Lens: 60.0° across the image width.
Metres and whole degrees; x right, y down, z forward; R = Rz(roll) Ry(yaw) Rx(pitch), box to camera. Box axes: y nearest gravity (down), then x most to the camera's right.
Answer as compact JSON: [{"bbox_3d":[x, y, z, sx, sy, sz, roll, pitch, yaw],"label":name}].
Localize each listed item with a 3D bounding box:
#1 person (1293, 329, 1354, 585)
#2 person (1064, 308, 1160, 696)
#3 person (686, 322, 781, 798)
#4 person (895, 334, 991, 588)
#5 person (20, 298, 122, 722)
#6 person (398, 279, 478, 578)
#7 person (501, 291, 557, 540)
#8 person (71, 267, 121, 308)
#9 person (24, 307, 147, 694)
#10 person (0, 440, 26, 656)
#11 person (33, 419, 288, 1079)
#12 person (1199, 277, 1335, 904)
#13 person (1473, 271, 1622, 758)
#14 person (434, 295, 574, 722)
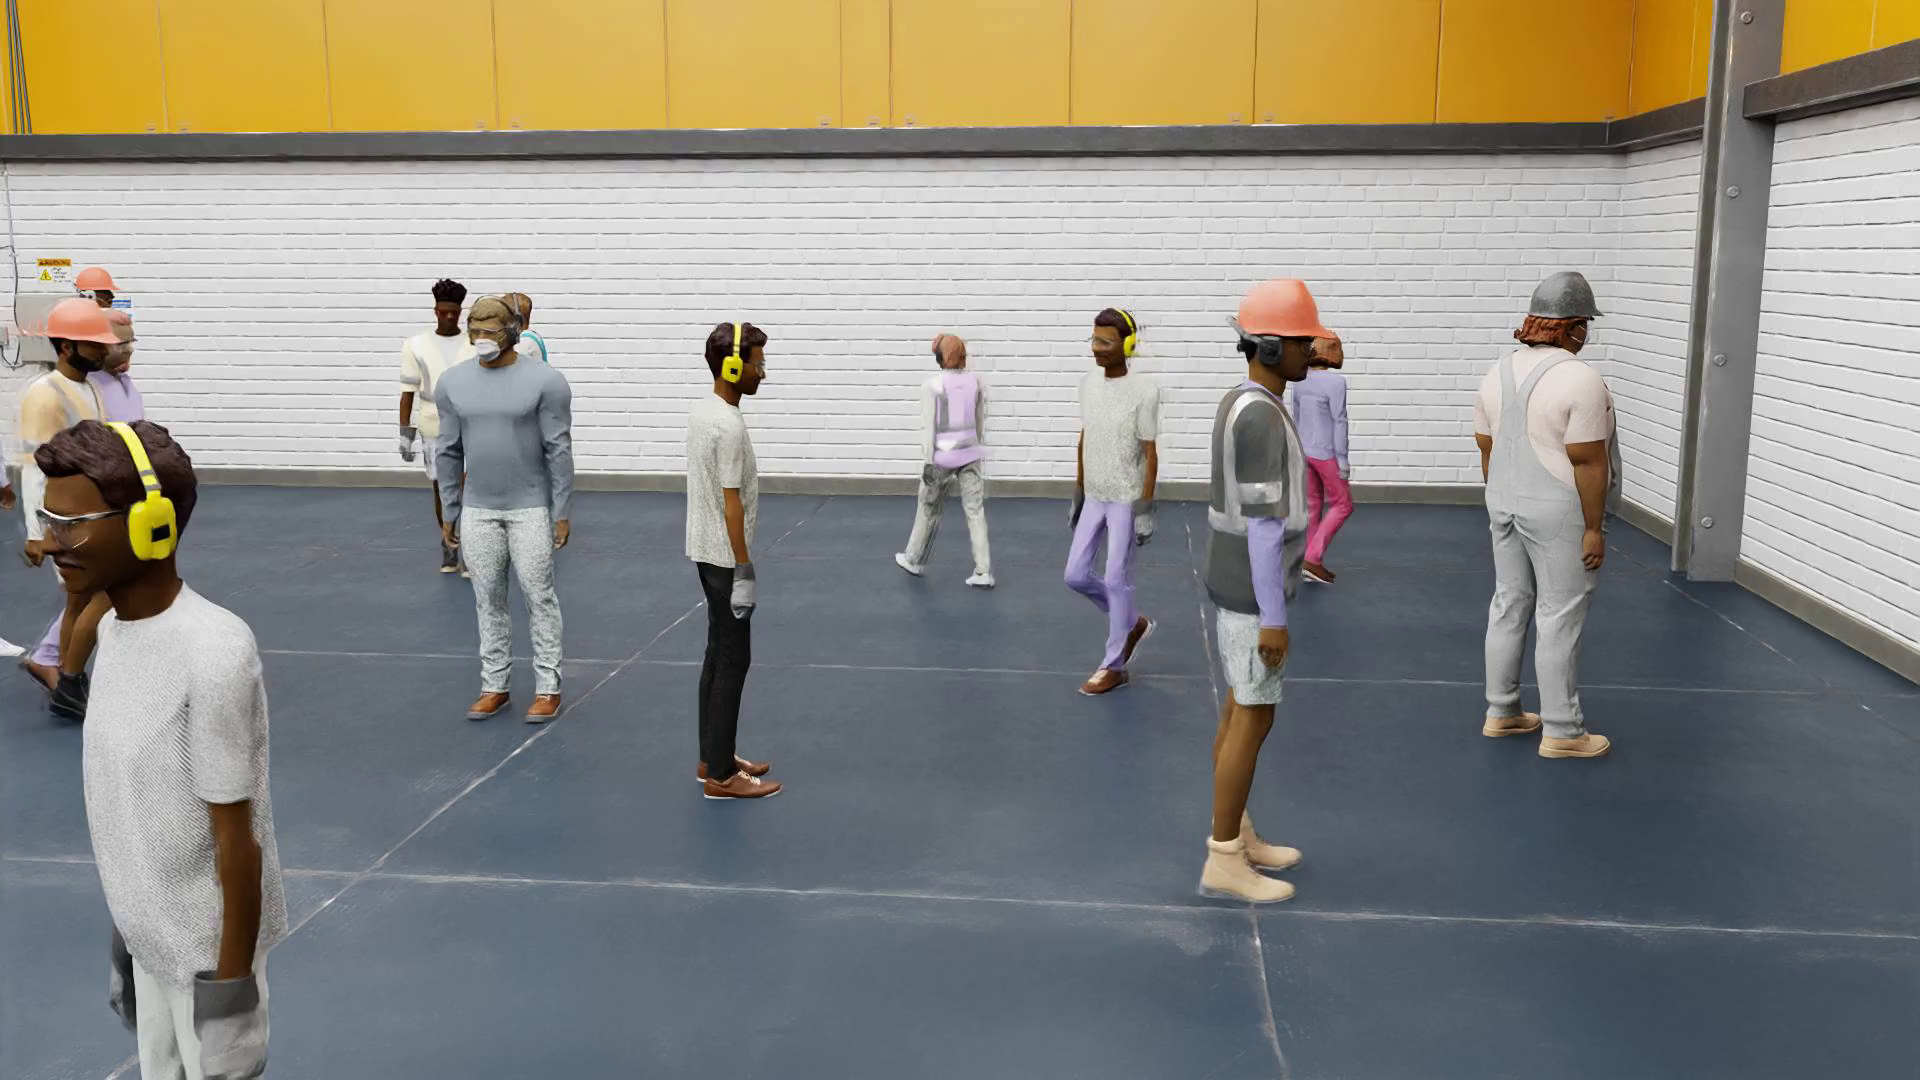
[{"bbox_3d":[2.299,-0.518,10.551,0.346,1.627,0.546,-4,11,-24],"label":"person"},{"bbox_3d":[0.747,-0.187,8.016,0.473,1.854,0.549,-9,13,-41],"label":"person"},{"bbox_3d":[-0.884,0.087,6.460,0.343,1.857,0.526,-4,11,-21],"label":"person"},{"bbox_3d":[-0.081,-0.509,10.608,0.546,1.591,0.853,-7,12,-35],"label":"person"},{"bbox_3d":[-3.927,-0.113,7.426,0.477,1.914,0.580,-2,10,-9],"label":"person"},{"bbox_3d":[-3.296,-0.704,10.743,0.652,1.928,0.814,-2,10,-13],"label":"person"},{"bbox_3d":[-3.083,-0.845,11.851,0.338,1.836,0.520,-1,10,-3],"label":"person"},{"bbox_3d":[-6.611,-1.095,12.809,0.395,1.993,0.614,-4,11,-22],"label":"person"},{"bbox_3d":[-4.064,-0.153,7.814,0.818,1.874,0.684,-1,10,-7],"label":"person"},{"bbox_3d":[-5.150,-0.308,8.521,0.392,1.920,0.587,3,10,17],"label":"person"},{"bbox_3d":[-1.313,0.721,2.811,0.511,1.862,0.325,9,14,43],"label":"person"},{"bbox_3d":[1.004,0.166,5.472,0.395,2.042,0.611,0,10,2],"label":"person"},{"bbox_3d":[2.534,-0.116,7.075,0.536,2.000,0.676,-4,11,-23],"label":"person"},{"bbox_3d":[-2.052,-0.134,7.514,0.634,1.930,0.384,1,10,7],"label":"person"}]
